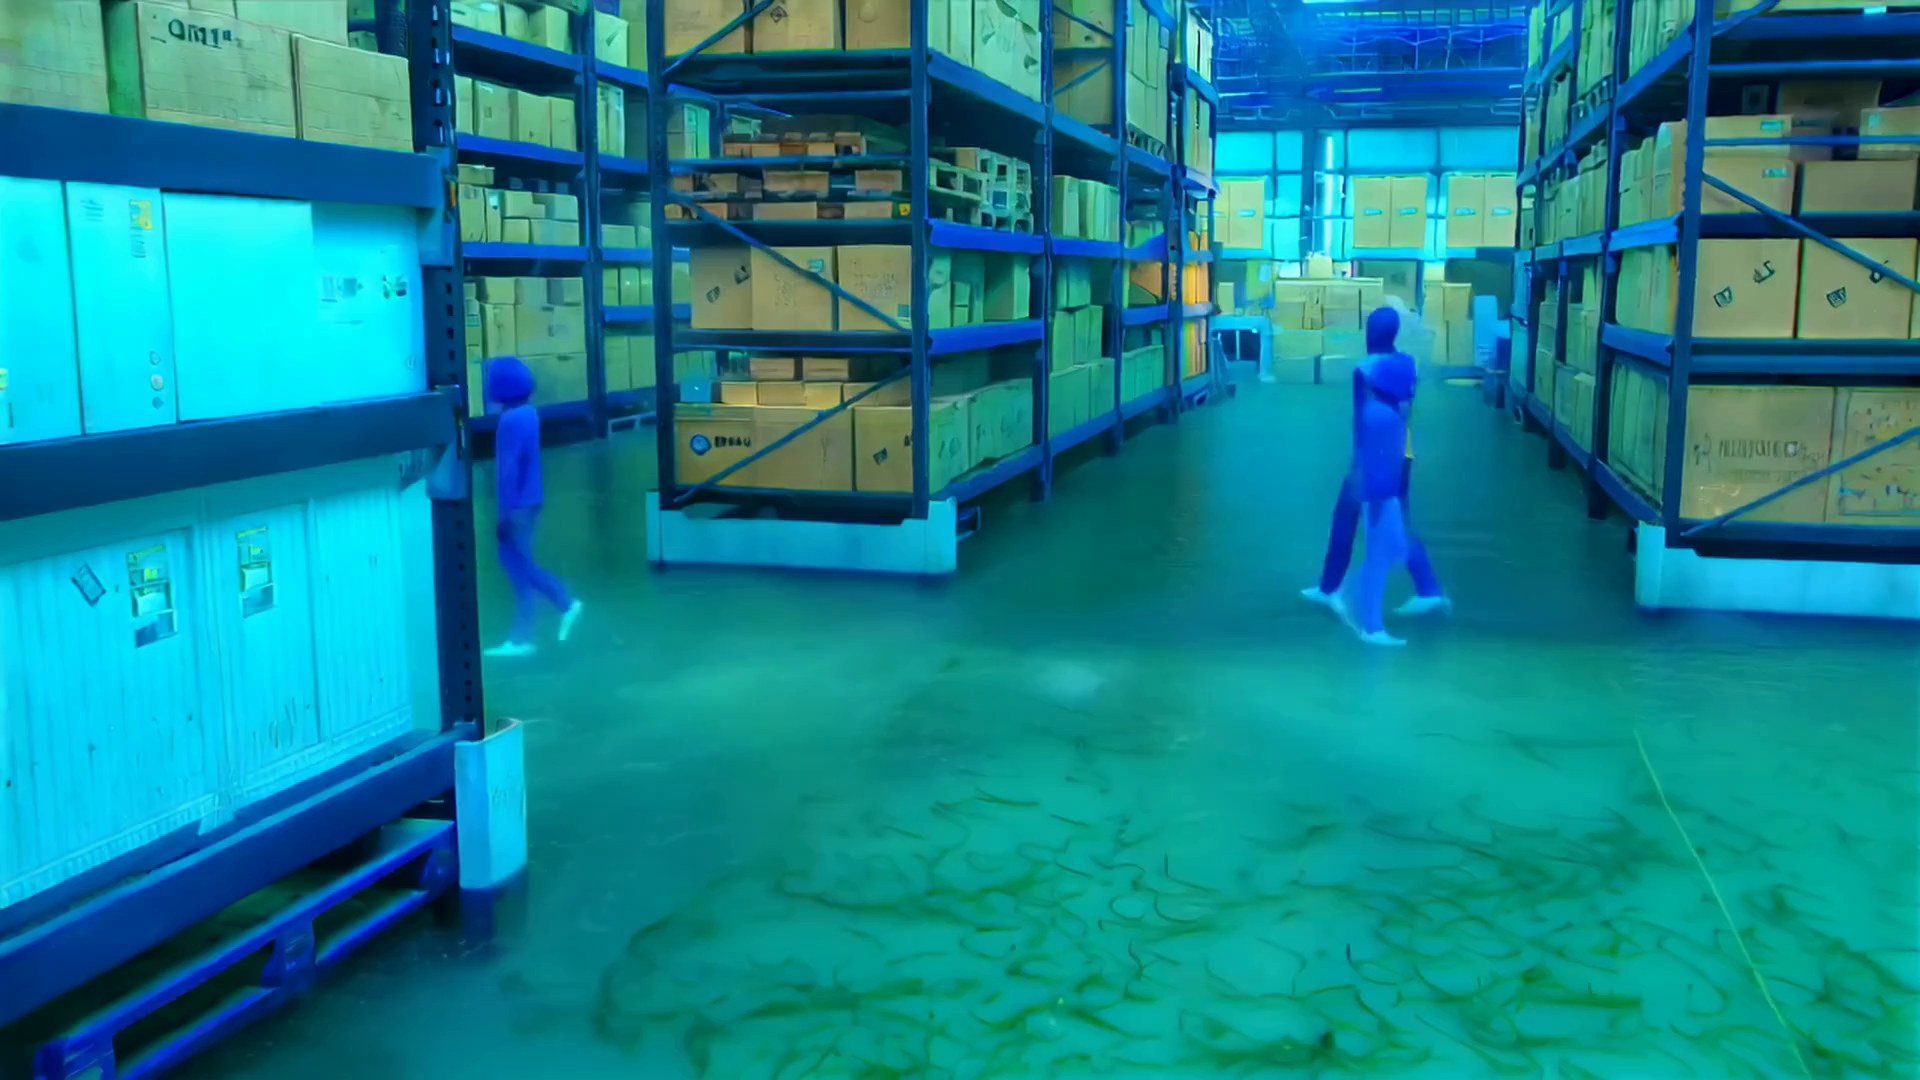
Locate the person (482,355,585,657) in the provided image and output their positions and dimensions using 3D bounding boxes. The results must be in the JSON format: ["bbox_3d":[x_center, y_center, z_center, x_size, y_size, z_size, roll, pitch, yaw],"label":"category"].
[{"bbox_3d":[-2.311,-0.174,8.844,0.450,1.619,0.522,0,9,0],"label":"person"}]

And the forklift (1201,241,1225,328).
[{"bbox_3d":[5.514,-5.152,36.503,1.873,2.768,1.129,2,9,14],"label":"forklift"}]

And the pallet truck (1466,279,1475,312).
[{"bbox_3d":[18.896,-8.459,60.307,1.885,1.965,0.823,5,10,31],"label":"pallet truck"}]

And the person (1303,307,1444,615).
[{"bbox_3d":[2.566,-0.480,10.089,0.640,1.861,0.959,-7,11,-37],"label":"person"}]

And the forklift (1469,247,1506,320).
[{"bbox_3d":[13.730,-6.220,43.289,1.873,2.768,1.129,-3,9,-17],"label":"forklift"}]

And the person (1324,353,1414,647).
[{"bbox_3d":[2.290,-0.222,9.160,0.415,1.618,0.523,4,10,23],"label":"person"}]

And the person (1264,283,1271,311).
[{"bbox_3d":[10.090,-7.385,53.672,0.372,1.940,0.631,-9,12,-44],"label":"person"}]

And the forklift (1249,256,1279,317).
[{"bbox_3d":[11.321,-9.114,61.676,1.129,2.768,1.873,2,9,15],"label":"forklift"}]
